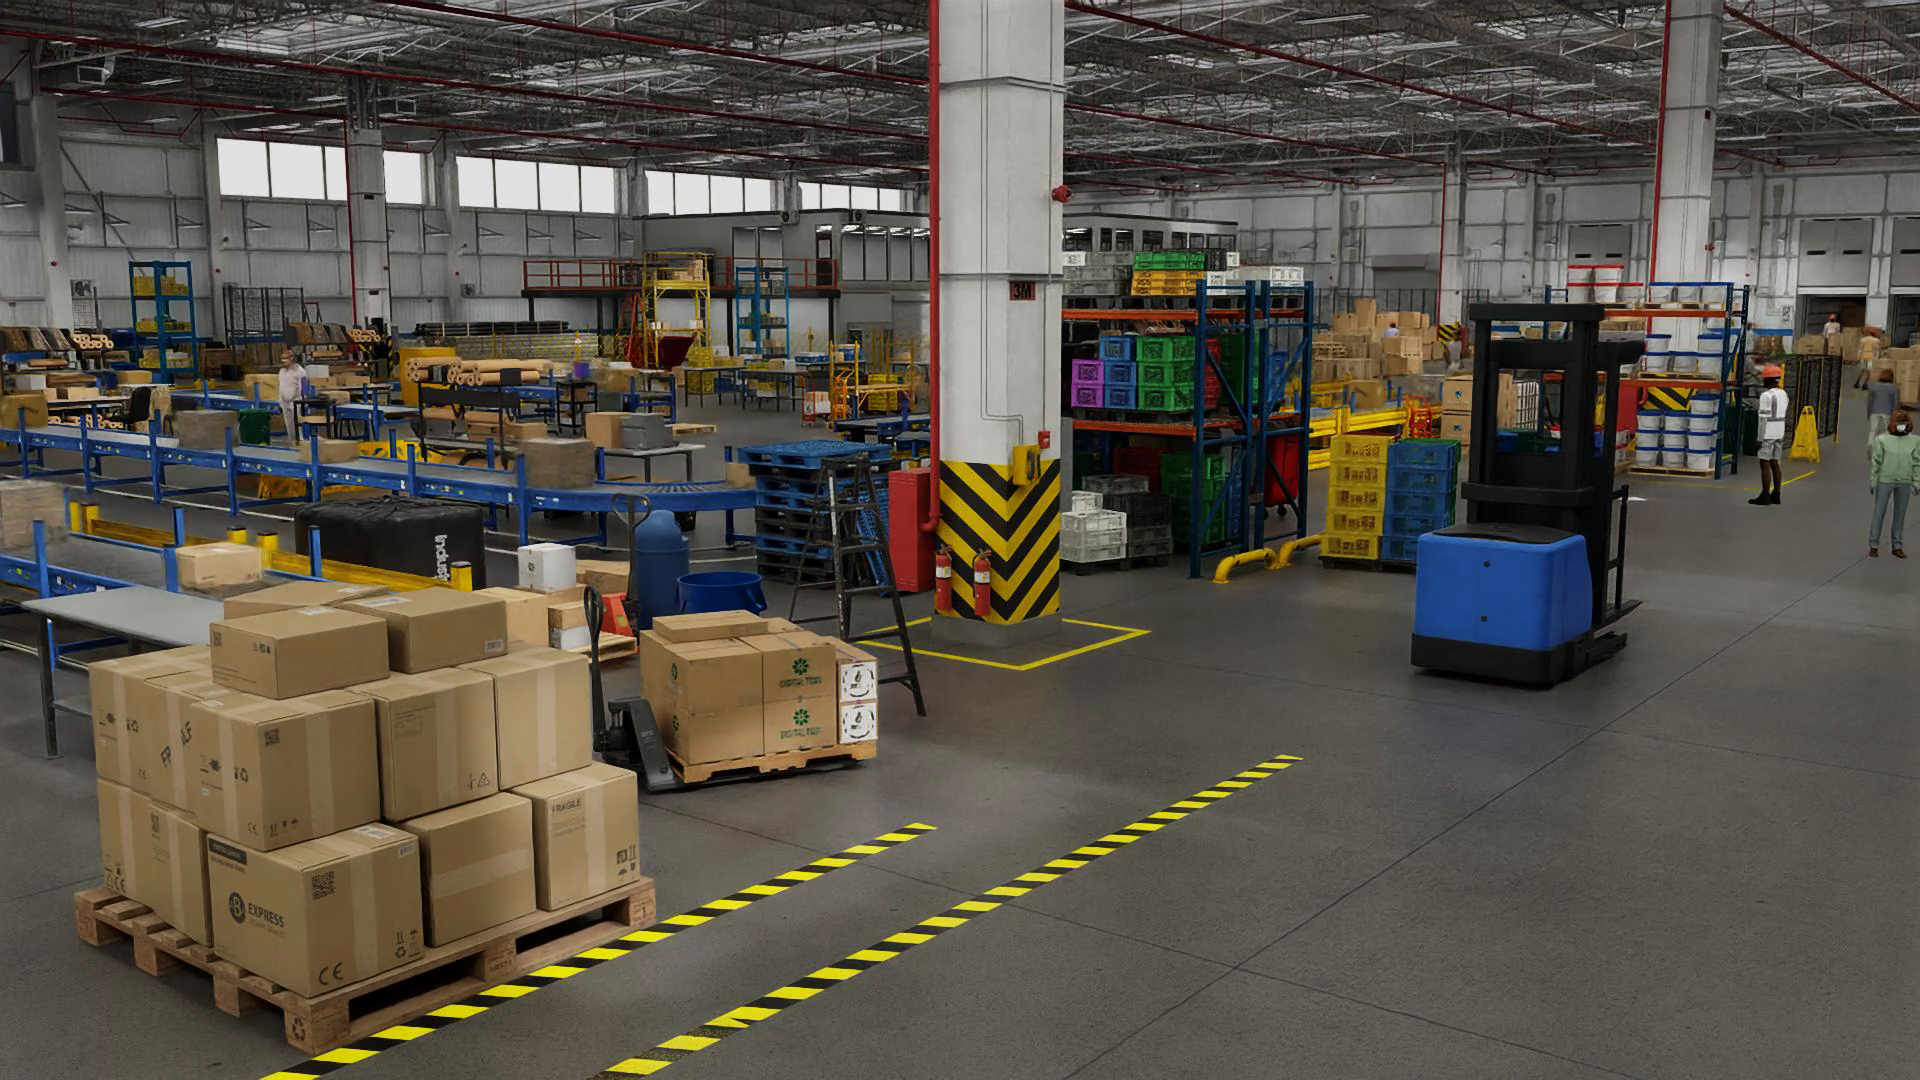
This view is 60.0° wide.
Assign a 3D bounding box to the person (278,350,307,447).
[{"bbox_3d":[-11.827,-2.407,29.445,0.644,1.896,0.398,4,9,27],"label":"person"}]

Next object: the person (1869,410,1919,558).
[{"bbox_3d":[10.225,-0.611,18.196,0.507,1.632,0.268,2,9,10],"label":"person"}]

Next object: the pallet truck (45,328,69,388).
[{"bbox_3d":[-23.775,-4.544,43.495,1.885,1.965,0.823,6,10,35],"label":"pallet truck"}]

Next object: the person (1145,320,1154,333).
[{"bbox_3d":[7.476,-7.897,66.674,1.022,1.816,0.608,-5,10,-29],"label":"person"}]

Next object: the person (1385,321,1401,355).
[{"bbox_3d":[16.372,-7.343,62.813,0.585,1.856,1.021,8,12,43],"label":"person"}]

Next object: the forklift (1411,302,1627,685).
[{"bbox_3d":[4.379,-0.438,12.852,1.129,2.768,1.873,7,11,37],"label":"forklift"}]

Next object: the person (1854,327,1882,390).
[{"bbox_3d":[27.177,-5.408,49.707,0.394,1.889,0.653,-5,10,-29],"label":"person"}]

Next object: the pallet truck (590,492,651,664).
[{"bbox_3d":[-3.115,0.344,12.883,0.653,1.274,1.630,7,11,37],"label":"pallet truck"}]

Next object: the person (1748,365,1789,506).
[{"bbox_3d":[11.072,-1.433,22.776,0.539,1.930,0.385,-6,10,-36],"label":"person"}]

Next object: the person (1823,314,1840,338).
[{"bbox_3d":[37.673,-8.757,71.904,0.625,1.990,0.382,5,10,31],"label":"person"}]

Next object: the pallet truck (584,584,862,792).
[{"bbox_3d":[-1.426,0.805,10.019,1.601,1.201,0.680,-4,9,-26],"label":"pallet truck"}]

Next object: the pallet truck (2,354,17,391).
[{"bbox_3d":[-24.881,-4.417,42.634,1.885,1.965,0.823,8,11,41],"label":"pallet truck"}]

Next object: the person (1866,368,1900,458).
[{"bbox_3d":[15.969,-2.175,28.810,0.510,1.620,0.568,7,11,38],"label":"person"}]

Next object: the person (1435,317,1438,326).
[{"bbox_3d":[23.598,-10.132,81.842,0.955,1.799,0.628,7,11,39],"label":"person"}]

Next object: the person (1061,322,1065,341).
[{"bbox_3d":[3.974,-7.491,63.988,0.875,1.806,0.522,-1,9,-9],"label":"person"}]

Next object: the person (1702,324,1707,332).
[{"bbox_3d":[31.694,-8.589,71.100,0.976,1.885,0.638,6,11,37],"label":"person"}]

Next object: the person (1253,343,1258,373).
[{"bbox_3d":[8.160,-4.808,46.217,0.741,1.721,0.491,-5,10,-32],"label":"person"}]

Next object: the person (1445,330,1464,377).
[{"bbox_3d":[14.128,-5.023,47.248,0.552,1.838,0.730,-5,10,-29],"label":"person"}]

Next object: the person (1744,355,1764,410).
[{"bbox_3d":[17.400,-3.262,36.201,0.846,1.610,0.519,8,12,43],"label":"person"}]

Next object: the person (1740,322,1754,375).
[{"bbox_3d":[27.884,-6.795,59.104,0.645,1.863,0.605,4,10,27],"label":"person"}]

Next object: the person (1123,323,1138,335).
[{"bbox_3d":[5.841,-6.473,56.831,0.604,1.900,0.730,-5,10,-28],"label":"person"}]
